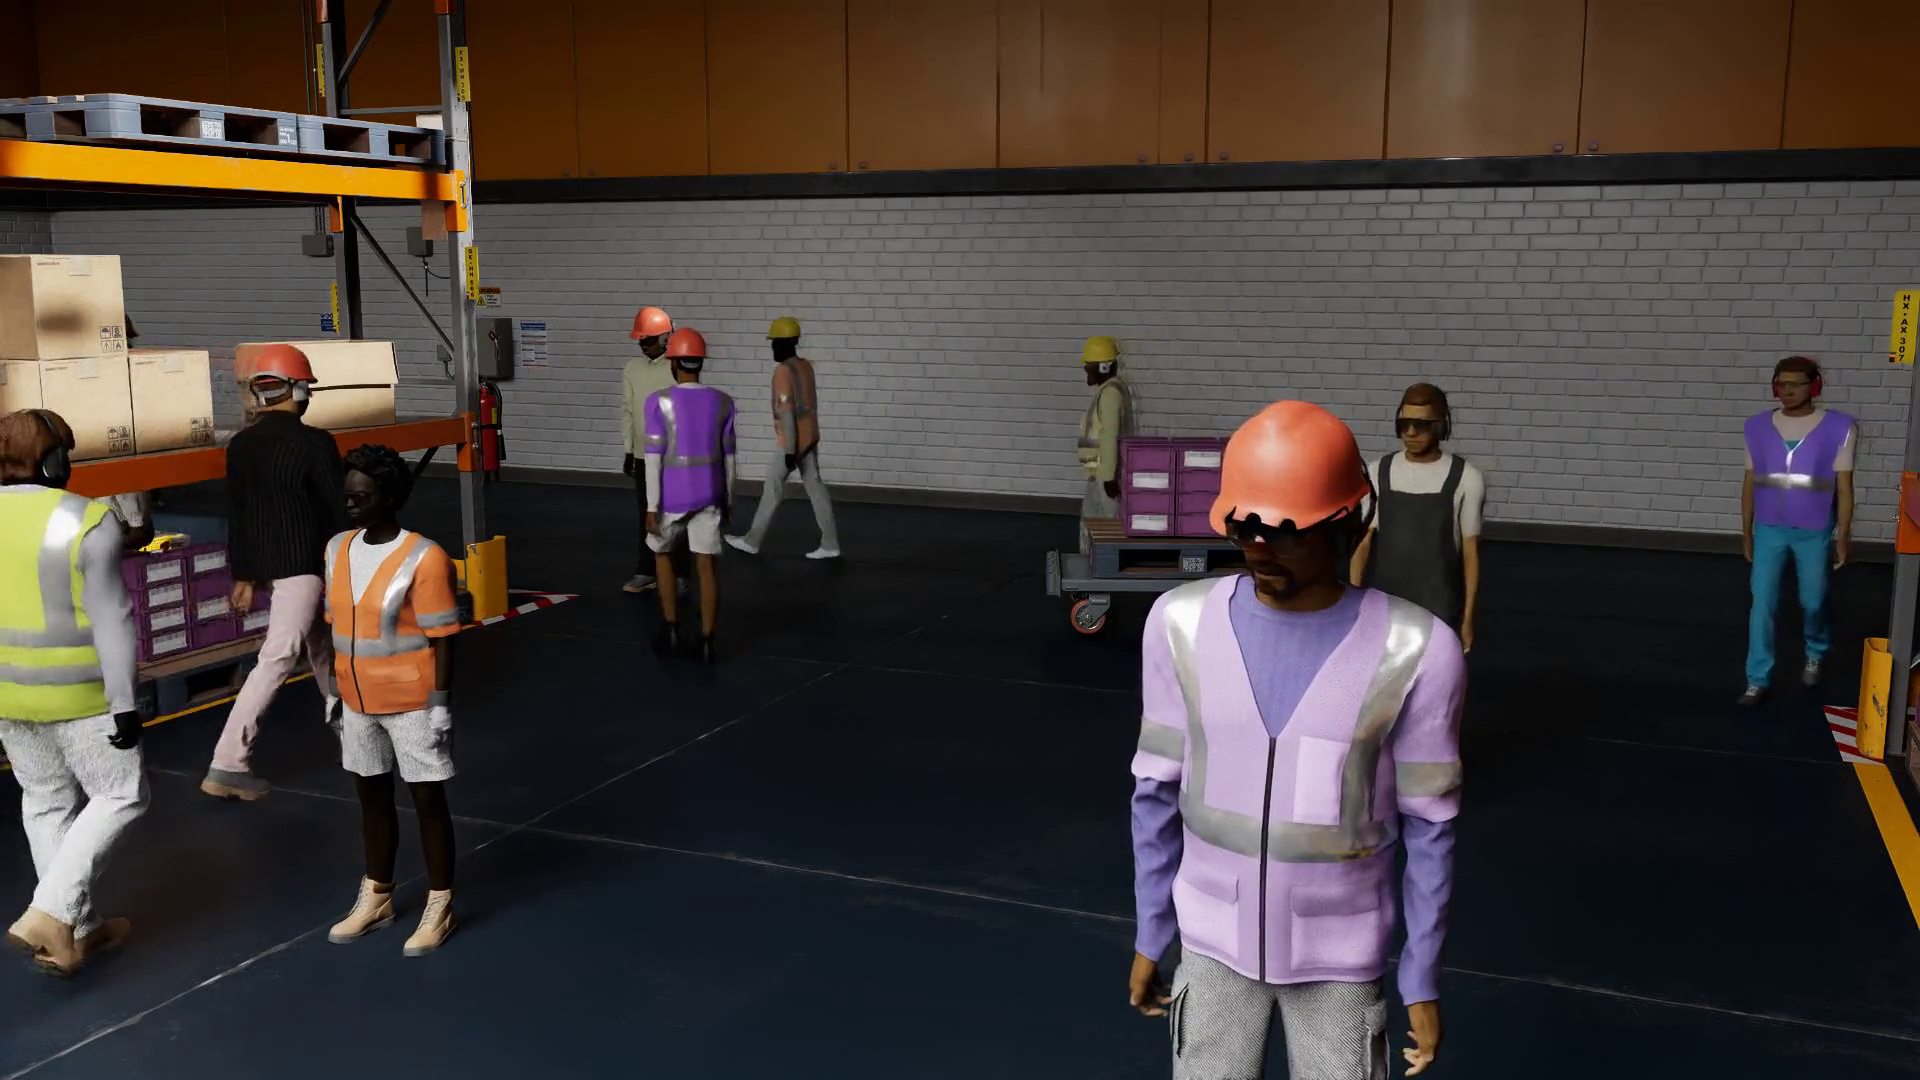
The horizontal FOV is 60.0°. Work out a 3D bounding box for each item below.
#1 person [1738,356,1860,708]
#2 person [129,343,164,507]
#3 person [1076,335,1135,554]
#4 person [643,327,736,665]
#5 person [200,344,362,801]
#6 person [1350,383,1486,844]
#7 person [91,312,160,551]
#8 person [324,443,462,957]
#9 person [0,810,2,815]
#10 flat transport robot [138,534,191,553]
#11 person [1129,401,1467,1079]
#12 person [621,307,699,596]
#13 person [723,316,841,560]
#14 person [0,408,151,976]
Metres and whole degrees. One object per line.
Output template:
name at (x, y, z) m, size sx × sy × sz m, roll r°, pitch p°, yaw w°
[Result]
person at (4.384, -0.061, 8.719) m, size 0.584 × 1.815 × 0.840 m, roll 8°, pitch 12°, yaw 39°
person at (-7.937, -1.113, 15.729) m, size 0.797 × 1.601 × 0.499 m, roll 5°, pitch 11°, yaw 30°
person at (1.096, -0.517, 11.527) m, size 0.783 × 1.801 × 0.594 m, roll 1°, pitch 9°, yaw 7°
person at (-1.585, -0.260, 9.586) m, size 0.582 × 1.911 × 0.713 m, roll -5°, pitch 11°, yaw -28°
person at (-2.927, 0.121, 7.248) m, size 0.620 × 1.937 × 1.078 m, roll 7°, pitch 11°, yaw 35°
person at (1.866, 0.257, 6.787) m, size 0.516 × 1.817 × 0.844 m, roll 6°, pitch 11°, yaw 31°
person at (-5.308, -0.440, 10.361) m, size 0.614 × 2.023 × 0.684 m, roll 5°, pitch 11°, yaw 27°
person at (-1.880, 0.525, 5.499) m, size 0.534 × 1.697 × 0.322 m, roll 4°, pitch 10°, yaw 24°
person at (-4.013, 0.305, 6.193) m, size 0.610 × 1.921 × 0.995 m, roll 3°, pitch 10°, yaw 20°
flat transport robot at (-6.591, 0.058, 12.639) m, size 1.431 × 0.197 × 0.652 m, roll 4°, pitch 10°, yaw 22°
person at (0.598, 0.755, 3.096) m, size 0.608 × 2.033 × 0.404 m, roll 4°, pitch 10°, yaw 24°
person at (-2.073, -0.603, 11.466) m, size 0.612 × 1.984 × 0.401 m, roll 4°, pitch 10°, yaw 24°
person at (-1.352, -0.776, 12.841) m, size 0.983 × 1.873 × 0.611 m, roll 4°, pitch 10°, yaw 21°
person at (-2.871, 0.502, 5.228) m, size 0.635 × 1.827 × 0.519 m, roll 2°, pitch 10°, yaw 10°
